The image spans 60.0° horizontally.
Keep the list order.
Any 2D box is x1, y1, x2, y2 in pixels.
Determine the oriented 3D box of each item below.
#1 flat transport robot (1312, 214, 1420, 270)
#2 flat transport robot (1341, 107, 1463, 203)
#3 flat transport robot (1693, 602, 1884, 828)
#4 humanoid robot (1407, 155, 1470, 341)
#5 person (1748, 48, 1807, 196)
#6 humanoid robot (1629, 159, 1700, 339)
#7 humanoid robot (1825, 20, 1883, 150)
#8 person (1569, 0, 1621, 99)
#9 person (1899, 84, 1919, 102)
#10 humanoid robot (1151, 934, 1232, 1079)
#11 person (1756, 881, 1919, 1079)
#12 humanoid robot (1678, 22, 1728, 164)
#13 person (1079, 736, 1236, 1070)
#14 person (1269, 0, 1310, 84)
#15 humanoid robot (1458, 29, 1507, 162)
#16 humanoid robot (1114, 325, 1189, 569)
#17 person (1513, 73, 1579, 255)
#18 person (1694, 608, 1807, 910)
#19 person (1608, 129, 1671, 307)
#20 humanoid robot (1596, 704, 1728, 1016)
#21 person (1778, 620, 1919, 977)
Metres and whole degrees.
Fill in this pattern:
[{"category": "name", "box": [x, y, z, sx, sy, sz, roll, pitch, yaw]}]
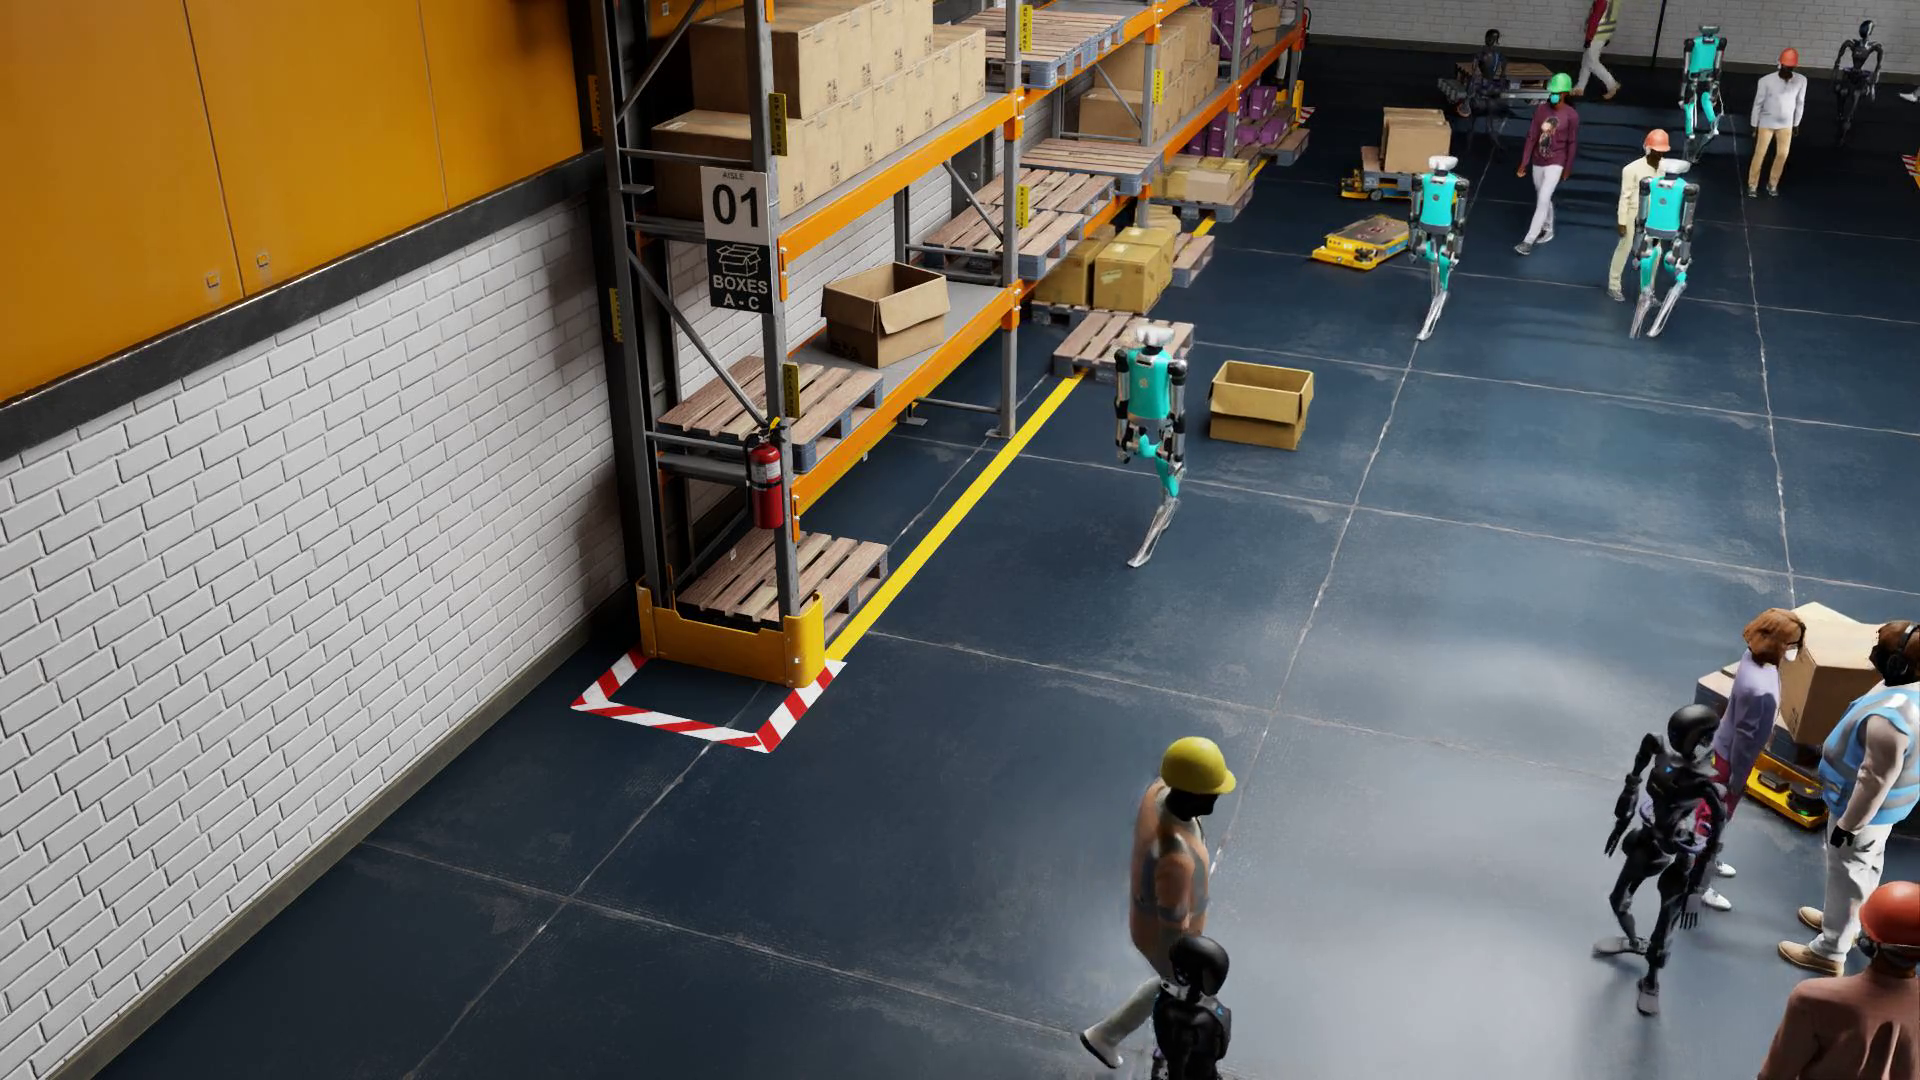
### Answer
[{"category": "flat transport robot", "box": [4.469, -3.237, 18.028, 0.659, 0.231, 1.431, 21, 34, 35]}, {"category": "flat transport robot", "box": [5.320, -4.252, 19.999, 1.431, 0.231, 0.659, 5, 28, 9]}, {"category": "flat transport robot", "box": [4.989, 1.191, 9.441, 1.431, 0.231, 0.659, -15, 31, -27]}, {"category": "humanoid robot", "box": [4.540, -2.794, 15.644, 0.532, 1.773, 1.030, 17, 32, 29]}, {"category": "person", "box": [9.685, -4.955, 19.749, 0.573, 1.742, 0.362, 3, 27, 5]}, {"category": "humanoid robot", "box": [6.516, -2.619, 15.336, 0.544, 1.882, 0.741, 23, 35, 37]}, {"category": "humanoid robot", "box": [11.826, -6.042, 21.998, 0.615, 1.634, 0.789, 19, 33, 32]}, {"category": "person", "box": [9.413, -7.390, 24.397, 0.788, 1.813, 0.632, 20, 33, 34]}, {"category": "person", "box": [14.189, -7.065, 24.004, 0.809, 1.583, 0.514, 20, 33, 33]}, {"category": "humanoid robot", "box": [0.782, 2.105, 6.182, 0.728, 1.650, 0.590, 8, 28, 16]}, {"category": "person", "box": [3.130, 2.051, 5.905, 0.620, 1.986, 0.405, 6, 28, 11]}, {"category": "humanoid robot", "box": [9.351, -5.483, 20.905, 0.540, 1.894, 0.717, -2, 27, -4]}, {"category": "person", "box": [0.847, 1.597, 6.865, 0.513, 1.902, 0.599, 0, 27, -1]}, {"category": "person", "box": [5.021, -7.942, 25.336, 0.630, 1.940, 0.373, -12, 30, -22]}, {"category": "humanoid robot", "box": [6.740, -5.668, 21.235, 0.611, 1.635, 0.641, -11, 29, -21]}, {"category": "humanoid robot", "box": [1.437, -0.733, 11.619, 0.530, 1.773, 1.006, 17, 32, 29]}, {"category": "person", "box": [6.282, -4.042, 17.813, 1.024, 1.894, 0.492, -24, 36, -38]}, {"category": "person", "box": [3.865, 1.053, 8.215, 0.279, 1.631, 0.504, 14, 30, 25]}, {"category": "person", "box": [6.699, -3.120, 16.206, 0.583, 1.724, 0.722, -6, 28, -12]}, {"category": "humanoid robot", "box": [3.204, 1.394, 7.518, 0.427, 1.647, 0.613, -11, 29, -20]}, {"category": "person", "box": [4.194, 1.194, 7.720, 0.429, 1.841, 0.632, 22, 35, 36]}]
